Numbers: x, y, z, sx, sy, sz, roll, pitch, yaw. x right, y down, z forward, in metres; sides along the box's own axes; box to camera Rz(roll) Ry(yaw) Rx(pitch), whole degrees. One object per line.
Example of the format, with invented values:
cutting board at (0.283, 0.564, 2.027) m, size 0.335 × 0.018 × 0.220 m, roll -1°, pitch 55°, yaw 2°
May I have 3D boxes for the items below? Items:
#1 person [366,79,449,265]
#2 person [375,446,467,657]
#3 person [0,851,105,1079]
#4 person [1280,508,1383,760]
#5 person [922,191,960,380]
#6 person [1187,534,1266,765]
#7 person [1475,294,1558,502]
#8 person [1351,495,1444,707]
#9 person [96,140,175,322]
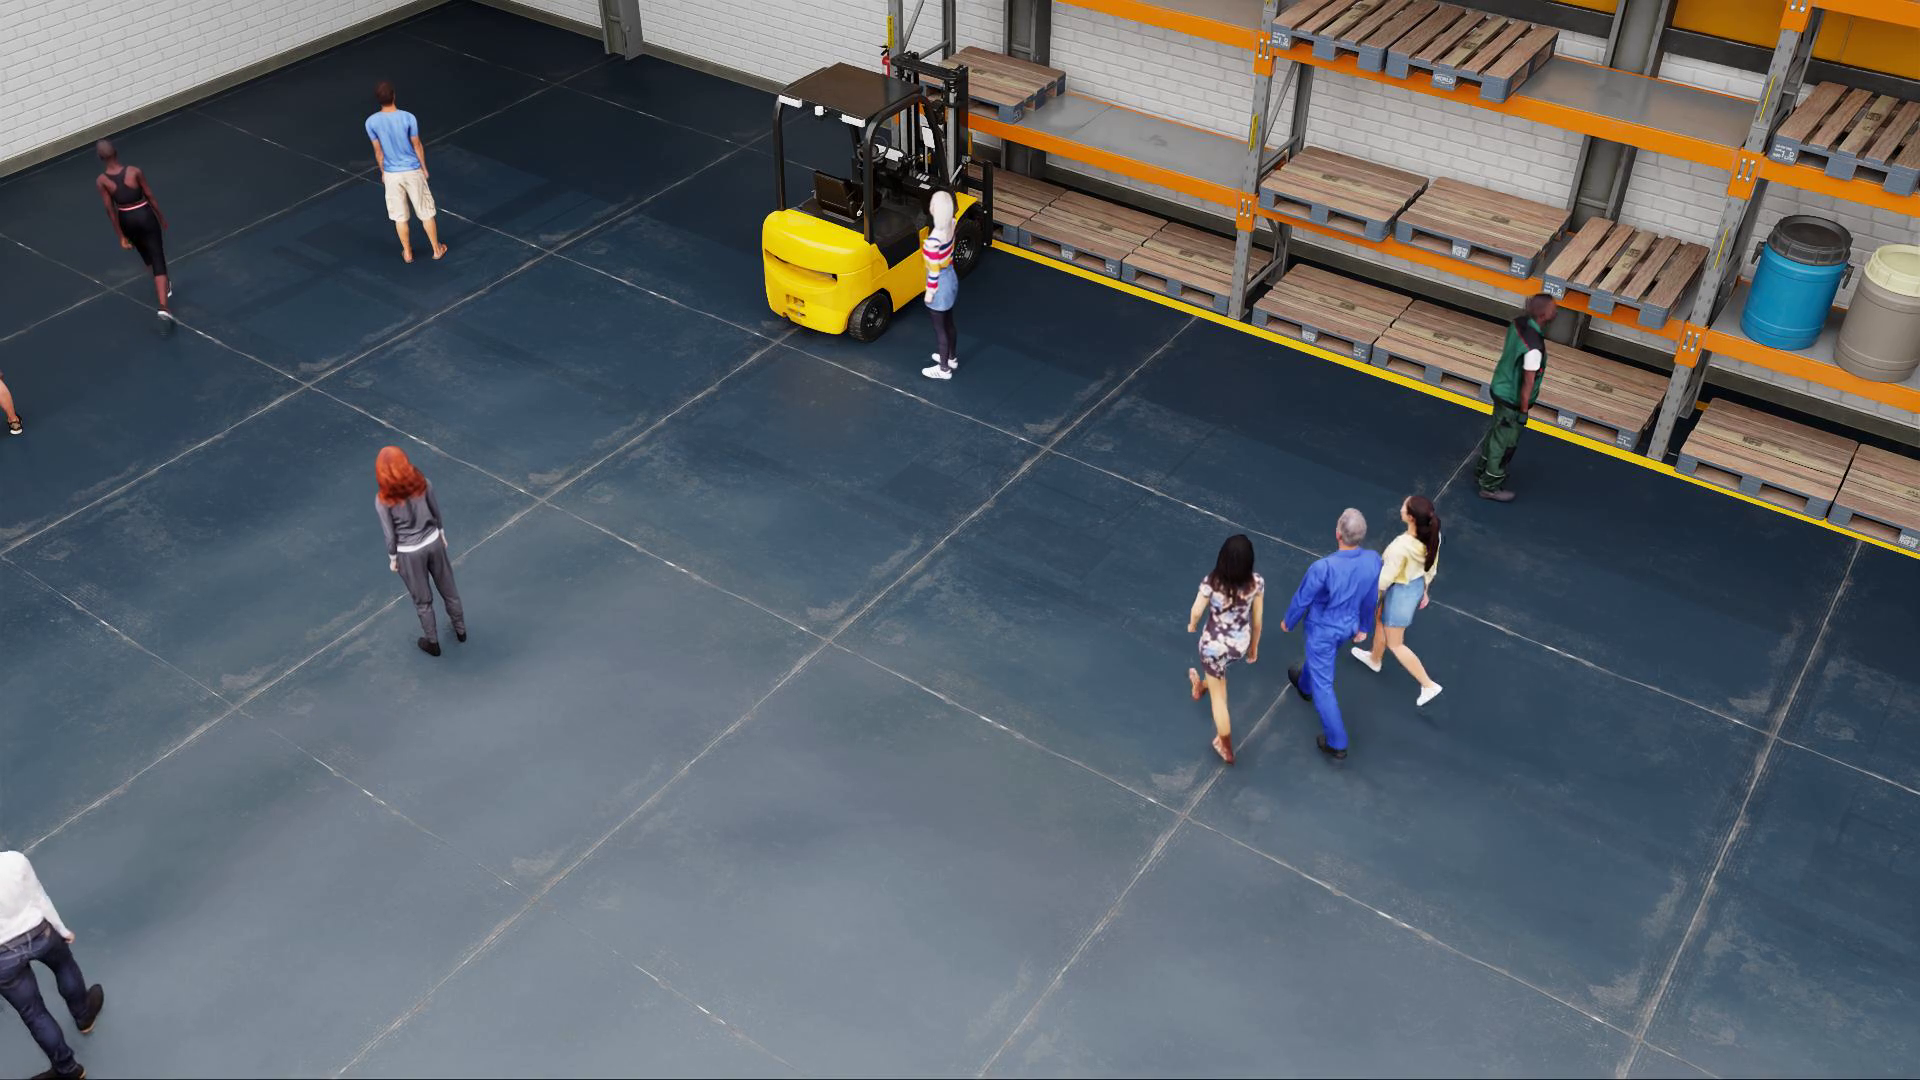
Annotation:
person at (-5.447, -3.603, 16.281) m, size 0.735 × 1.865 × 0.785 m, roll -8°, pitch 39°, yaw -10°
person at (-3.815, 0.075, 11.742) m, size 0.637 × 1.782 × 0.593 m, roll -27°, pitch 46°, yaw -29°
person at (-5.080, 2.239, 8.987) m, size 0.816 × 1.838 × 0.813 m, roll 24°, pitch 44°, yaw 27°
person at (2.497, 0.648, 11.018) m, size 1.120 × 1.789 × 1.294 m, roll -14°, pitch 41°, yaw -17°
person at (-0.153, -2.248, 14.630) m, size 0.599 × 1.808 × 0.695 m, roll 15°, pitch 41°, yaw 18°
person at (1.756, 0.766, 10.949) m, size 1.028 × 1.691 × 1.124 m, roll -8°, pitch 39°, yaw -10°
person at (4.409, -1.155, 13.237) m, size 0.801 × 1.838 × 0.790 m, roll 4°, pitch 39°, yaw 5°
person at (3.094, 0.427, 11.439) m, size 0.782 × 1.611 × 1.096 m, roll -29°, pitch 47°, yaw -31°
person at (-7.618, -2.847, 15.454) m, size 1.071 × 1.716 × 1.248 m, roll -11°, pitch 40°, yaw -13°
